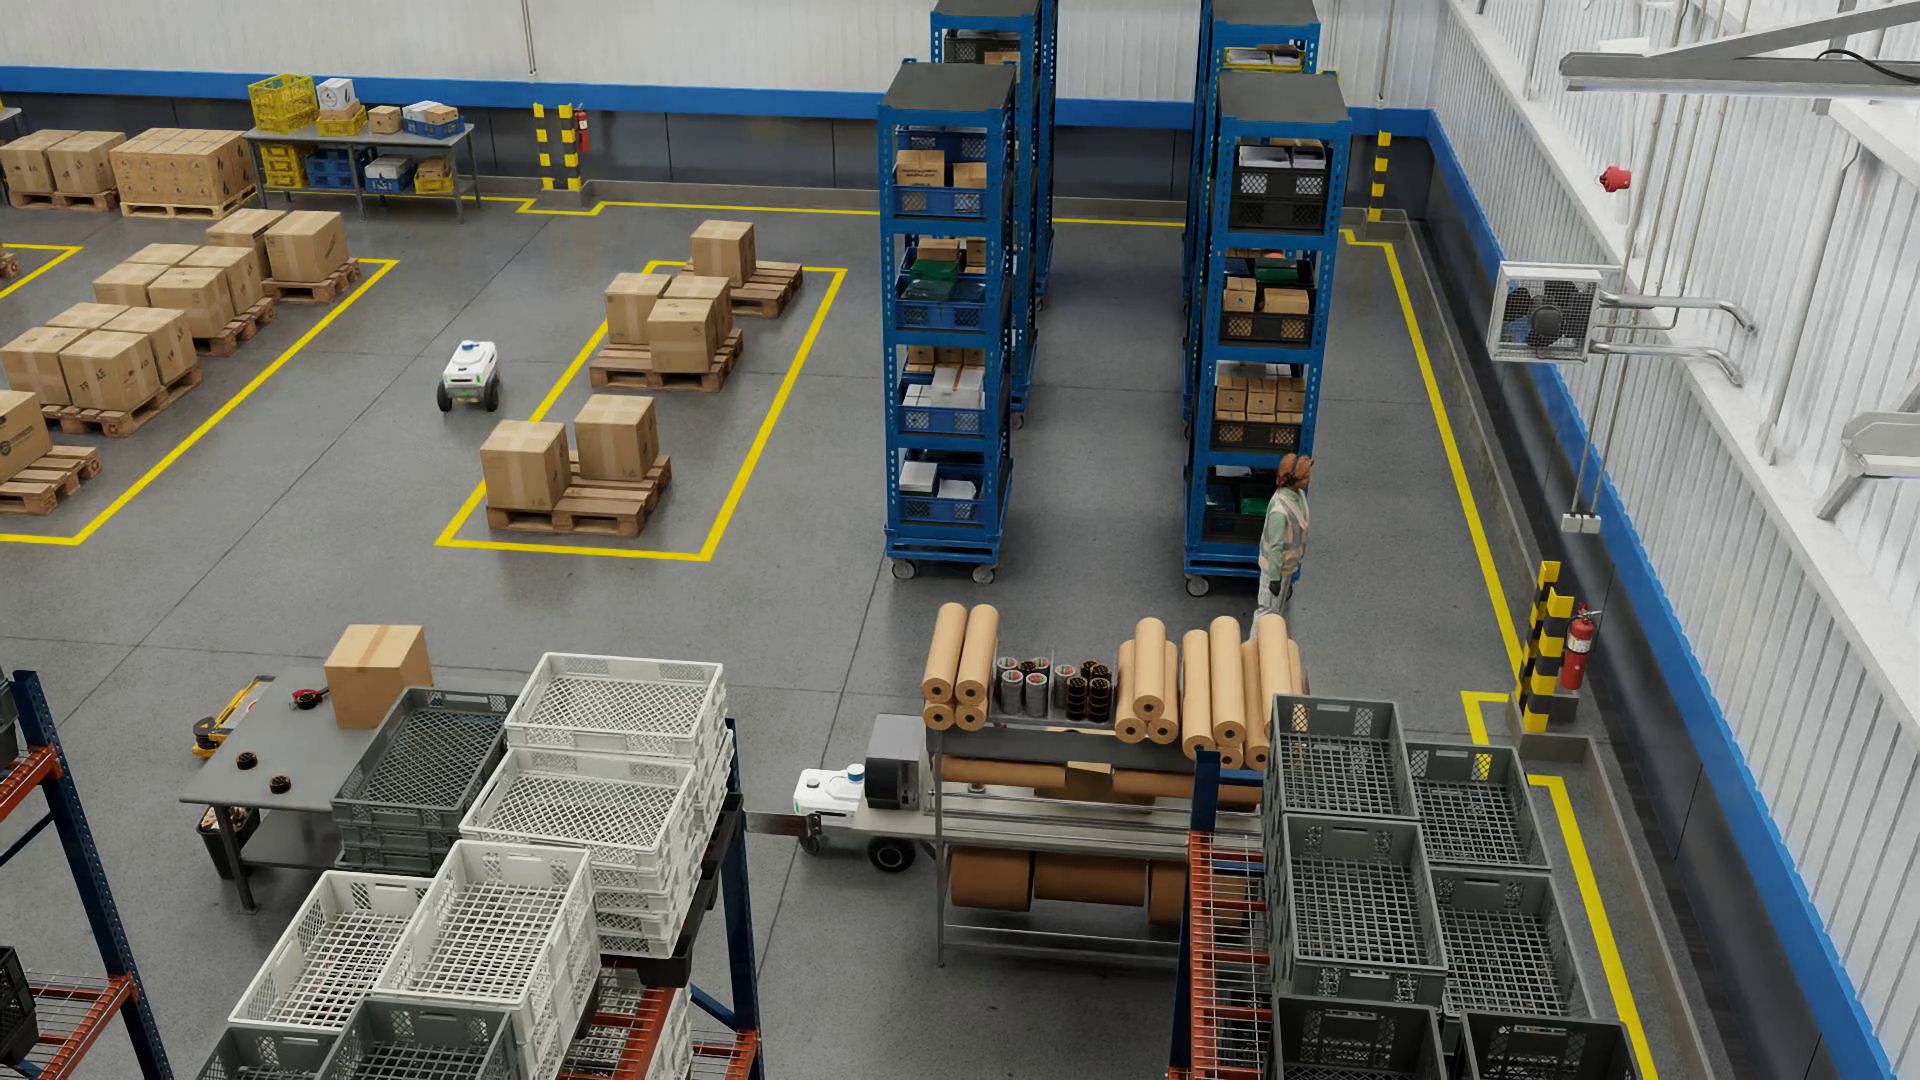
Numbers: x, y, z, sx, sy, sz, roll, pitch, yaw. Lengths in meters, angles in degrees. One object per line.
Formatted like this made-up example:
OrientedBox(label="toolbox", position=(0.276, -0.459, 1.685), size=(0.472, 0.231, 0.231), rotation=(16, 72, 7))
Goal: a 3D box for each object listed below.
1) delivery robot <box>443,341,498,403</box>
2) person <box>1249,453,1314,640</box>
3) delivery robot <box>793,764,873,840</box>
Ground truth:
OrientedBox(label="delivery robot", position=(-4.397, -1.553, 14.944), size=(0.477, 0.478, 0.707), rotation=(-1, 30, -2))
OrientedBox(label="person", position=(2.126, 0.162, 11.023), size=(0.311, 1.632, 0.514), rotation=(13, 33, 21))
OrientedBox(label="delivery robot", position=(-0.599, 1.520, 9.664), size=(0.707, 0.478, 0.477), rotation=(4, 31, 7))
